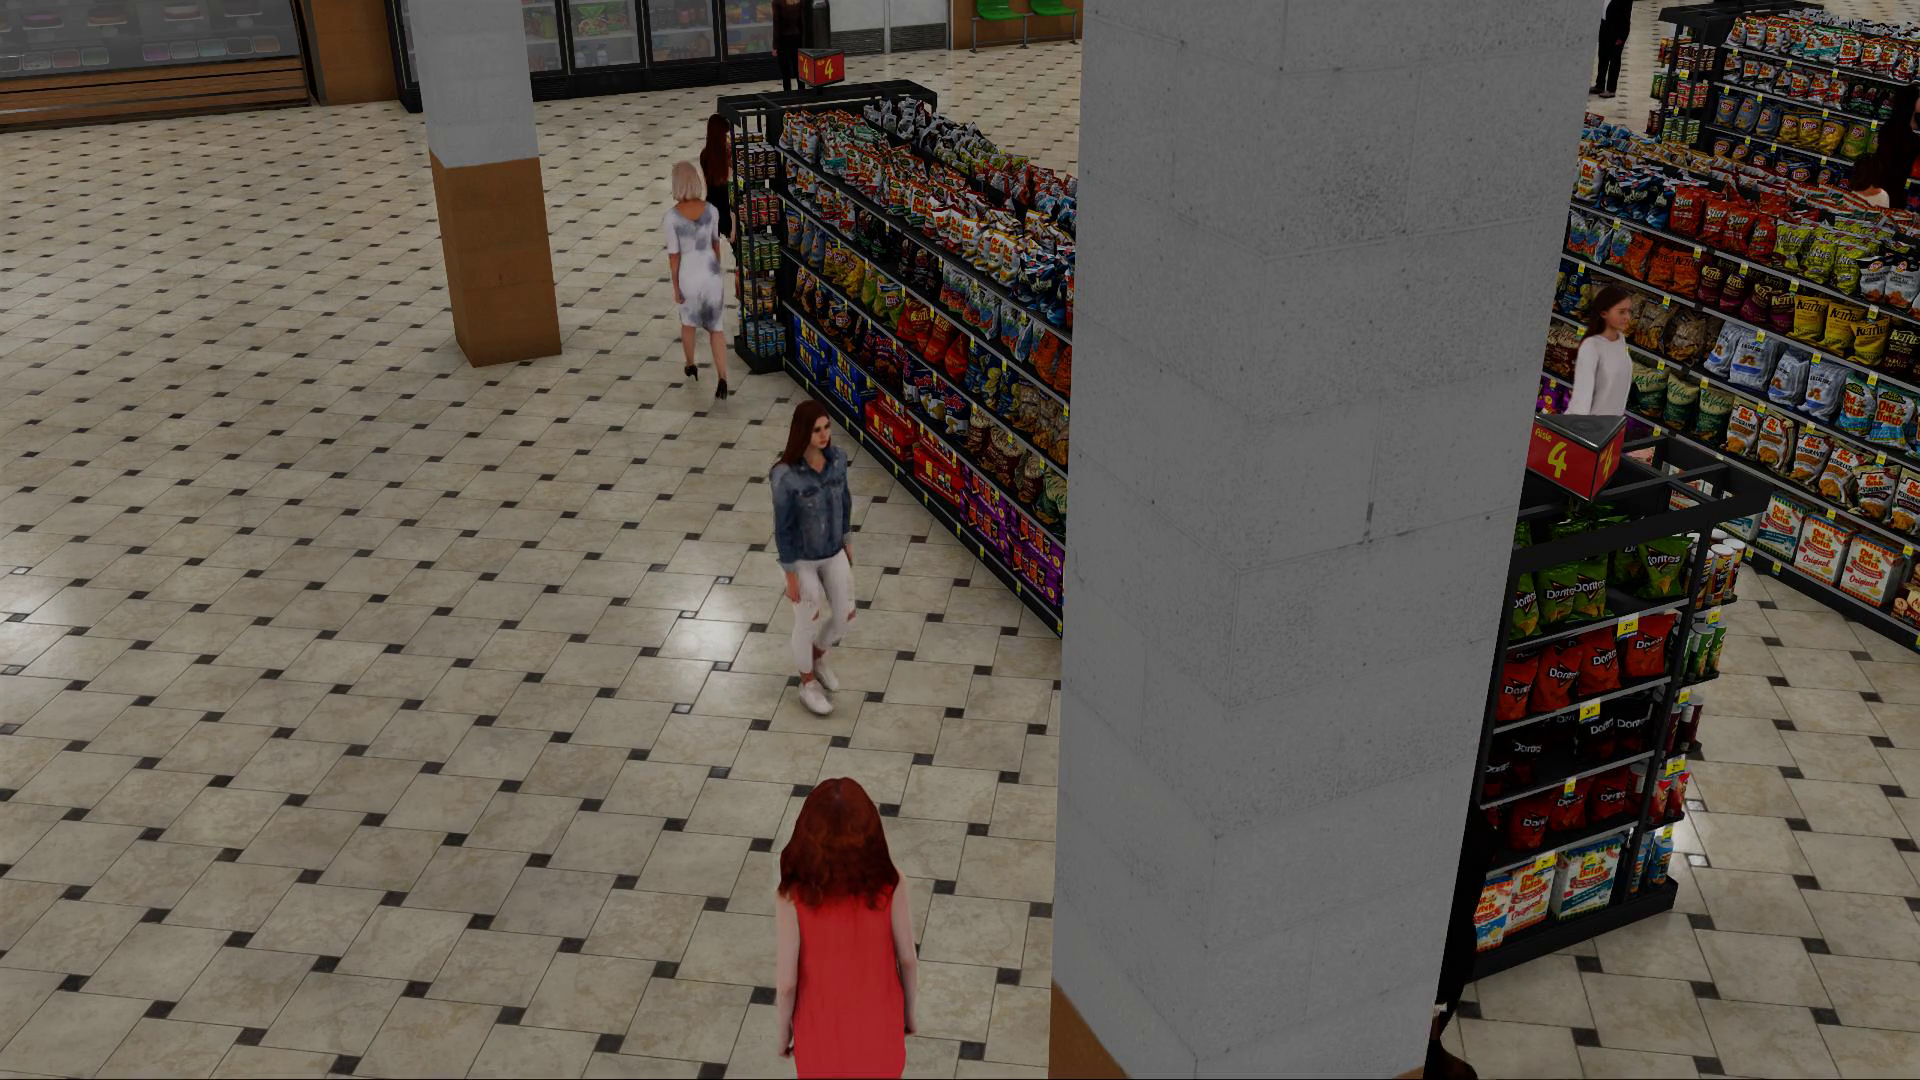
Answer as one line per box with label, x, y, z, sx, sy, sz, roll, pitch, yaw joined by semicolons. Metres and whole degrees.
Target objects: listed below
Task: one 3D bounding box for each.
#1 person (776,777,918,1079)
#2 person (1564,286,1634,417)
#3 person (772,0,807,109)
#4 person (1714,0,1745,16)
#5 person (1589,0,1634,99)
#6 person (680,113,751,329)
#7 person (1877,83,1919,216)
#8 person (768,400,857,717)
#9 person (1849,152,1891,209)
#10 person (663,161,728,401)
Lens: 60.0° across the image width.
person;-0.352;1.520;5.221;0.638;1.828;0.563;-6;28;-12
person;3.668;-0.669;9.693;0.646;1.688;0.672;24;35;38
person;-2.079;-6.047;20.278;0.662;1.704;0.608;-23;35;-37
person;9.869;-6.706;21.380;0.677;1.884;0.583;-13;30;-23
person;8.367;-6.506;21.280;0.731;1.617;0.599;-8;28;-15
person;-1.989;-2.517;13.330;1.115;1.693;1.070;14;30;25
person;7.953;-3.040;14.290;0.749;1.758;0.735;-24;36;-39
person;-0.780;0.065;8.244;0.702;1.688;0.704;-21;33;-35
person;6.668;-2.031;12.394;0.697;1.673;0.681;-5;27;-11
person;-1.838;-1.816;11.928;0.642;1.711;1.089;-10;29;-19
